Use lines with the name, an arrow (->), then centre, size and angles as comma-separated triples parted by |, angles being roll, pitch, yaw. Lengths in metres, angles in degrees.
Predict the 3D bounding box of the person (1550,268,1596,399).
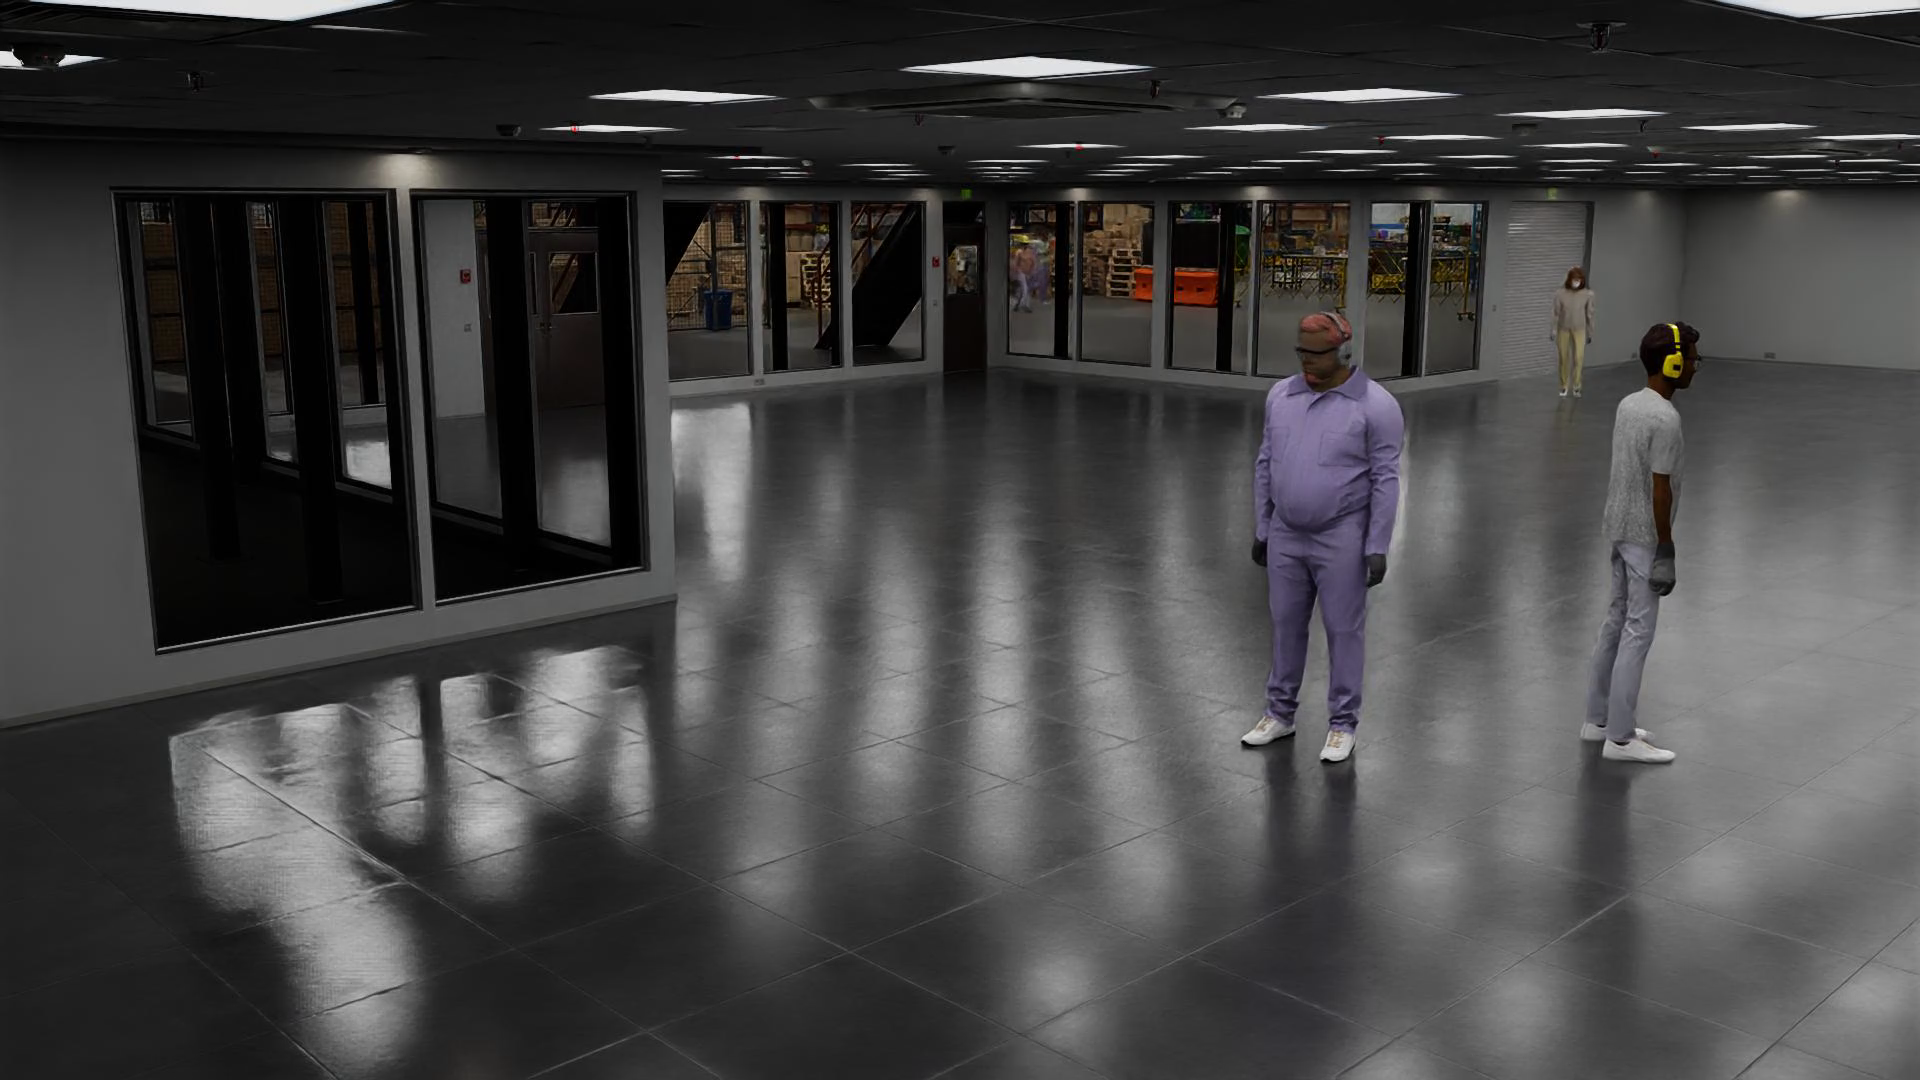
person -> 7.493, -2.523, 20.389 | 0.507, 1.598, 0.812 | 5, 12, 22

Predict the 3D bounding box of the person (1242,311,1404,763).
person -> 1.513, -0.011, 7.045 | 0.638, 1.901, 0.402 | 9, 15, 39

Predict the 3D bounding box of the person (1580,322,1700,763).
person -> 2.899, 0.011, 7.051 | 0.328, 1.861, 0.506 | 0, 11, 0
